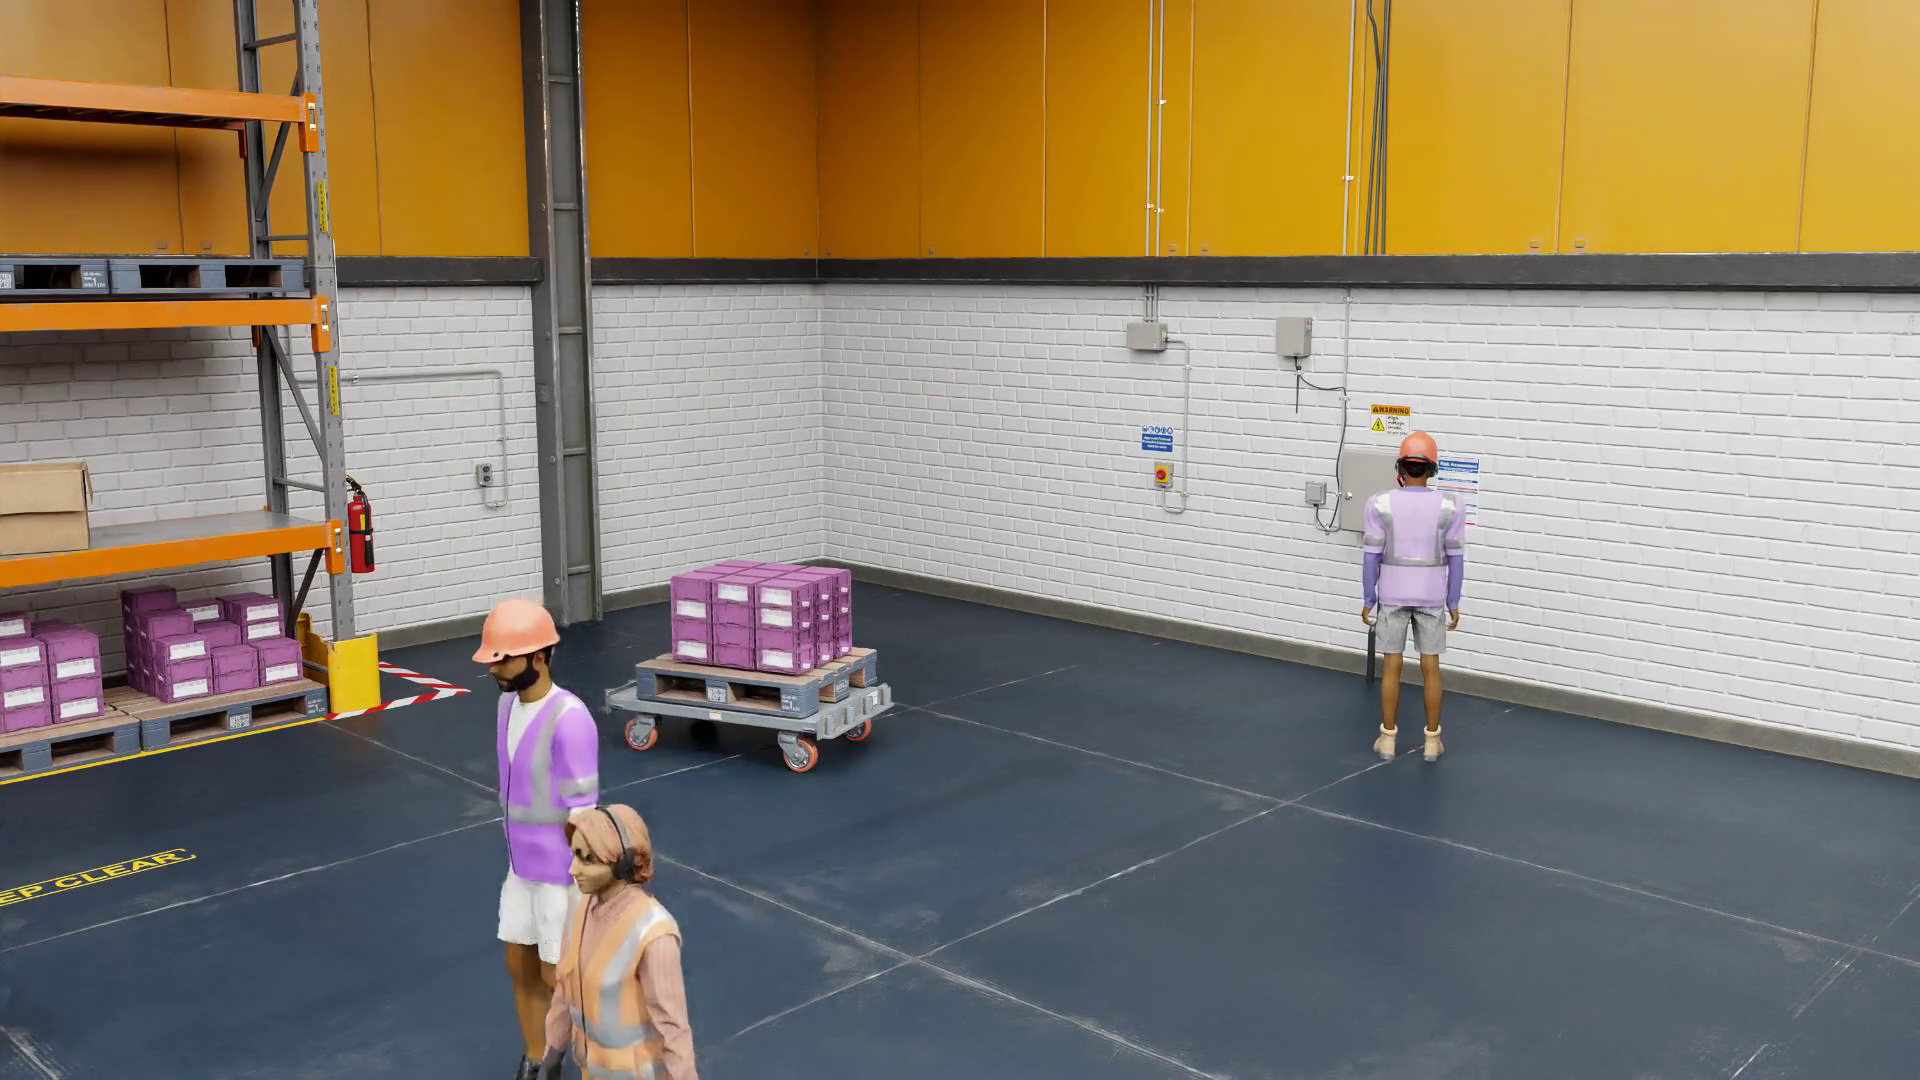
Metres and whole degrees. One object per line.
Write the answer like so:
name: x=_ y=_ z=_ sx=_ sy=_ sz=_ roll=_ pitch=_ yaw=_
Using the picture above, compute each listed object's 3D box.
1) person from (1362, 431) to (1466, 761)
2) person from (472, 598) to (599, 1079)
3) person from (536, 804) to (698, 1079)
person: x=2.787 y=0.348 z=10.285 sx=0.609 sy=2.043 sz=0.397 roll=2 pitch=9 yaw=12
person: x=-1.396 y=1.120 z=5.962 sx=0.669 sy=1.913 sz=0.550 roll=-8 pitch=12 yaw=-41
person: x=-0.986 y=1.503 z=4.545 sx=0.844 sy=1.589 sz=0.543 roll=-7 pitch=12 yaw=-37
